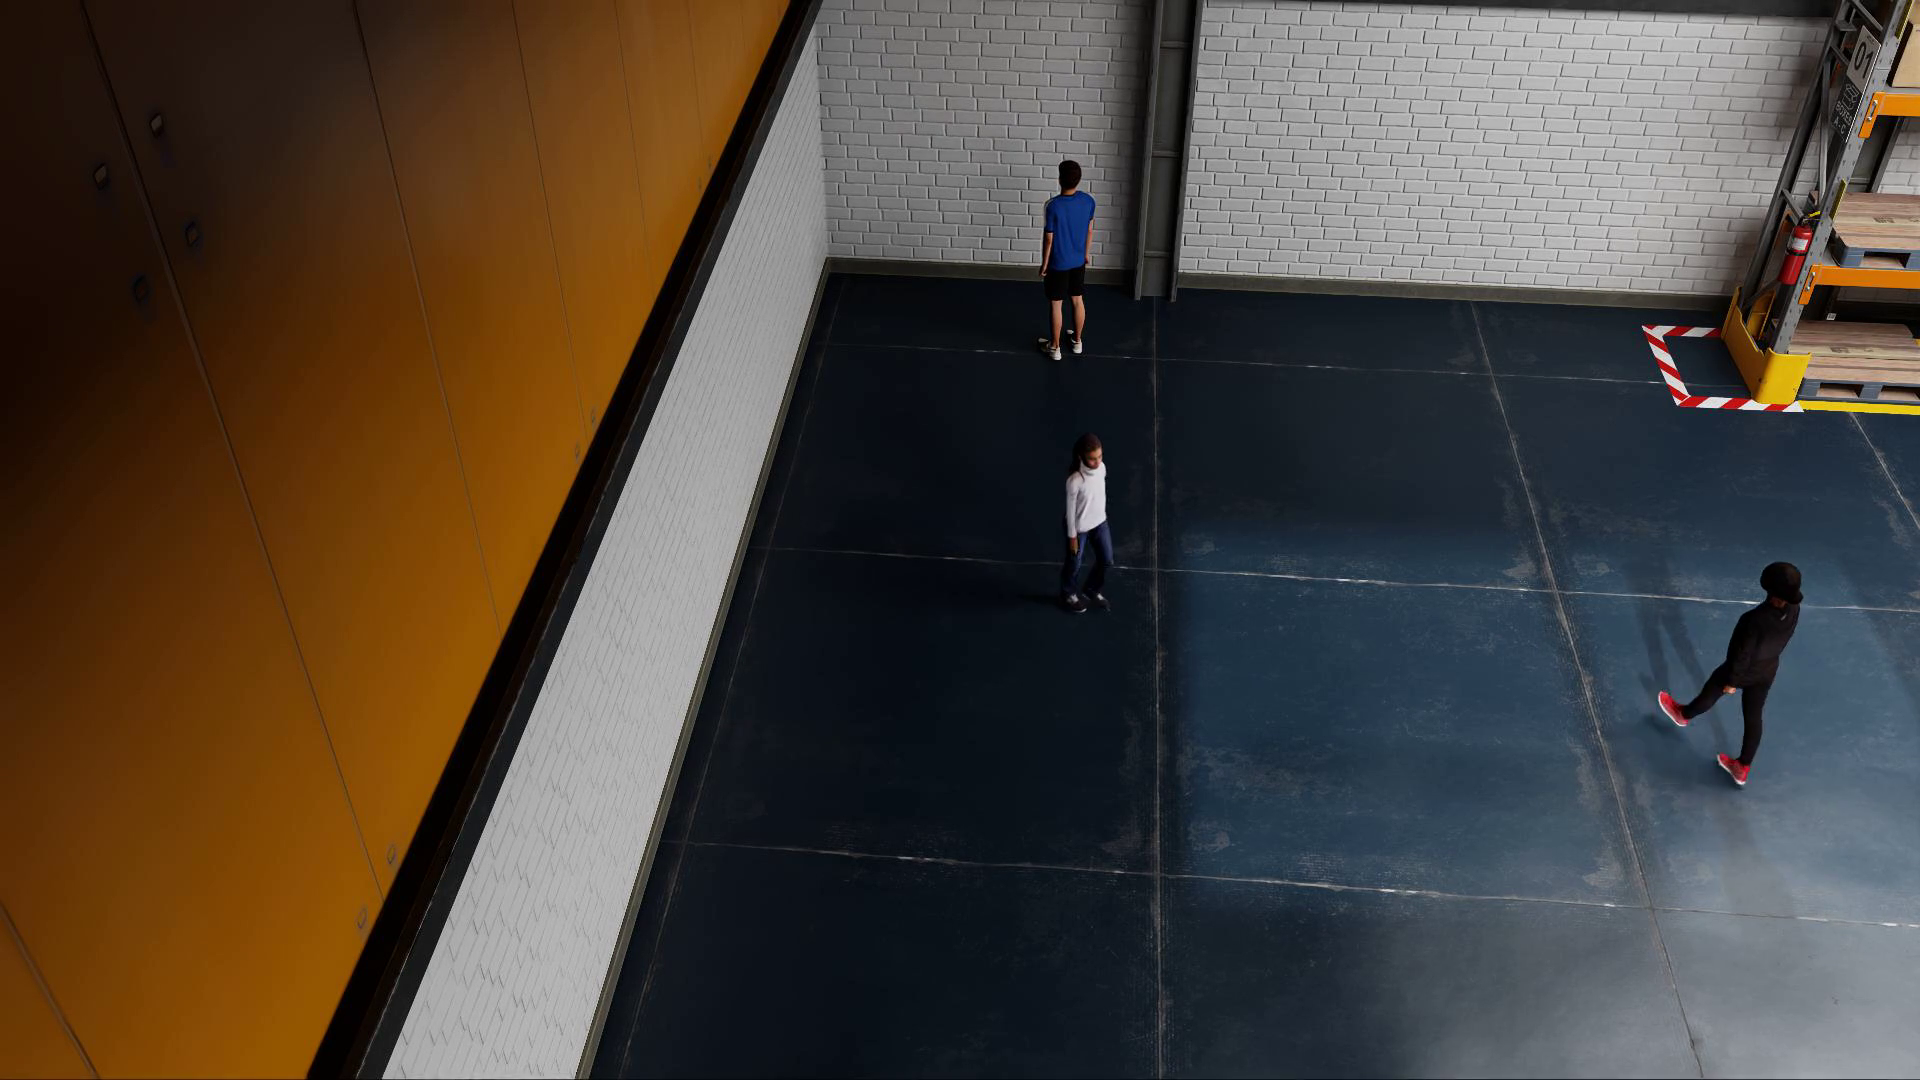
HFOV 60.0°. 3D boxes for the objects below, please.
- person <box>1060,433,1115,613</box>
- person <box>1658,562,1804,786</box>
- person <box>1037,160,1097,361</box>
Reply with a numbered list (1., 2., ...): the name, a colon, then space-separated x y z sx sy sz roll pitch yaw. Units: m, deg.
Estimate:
1. person: 0.844 -0.154 11.949 0.680 1.542 0.741 -25 45 -28
2. person: 5.084 0.878 10.578 1.067 1.641 0.969 -13 41 -16
3. person: 0.931 -2.464 14.582 0.695 1.866 0.801 -18 42 -21
